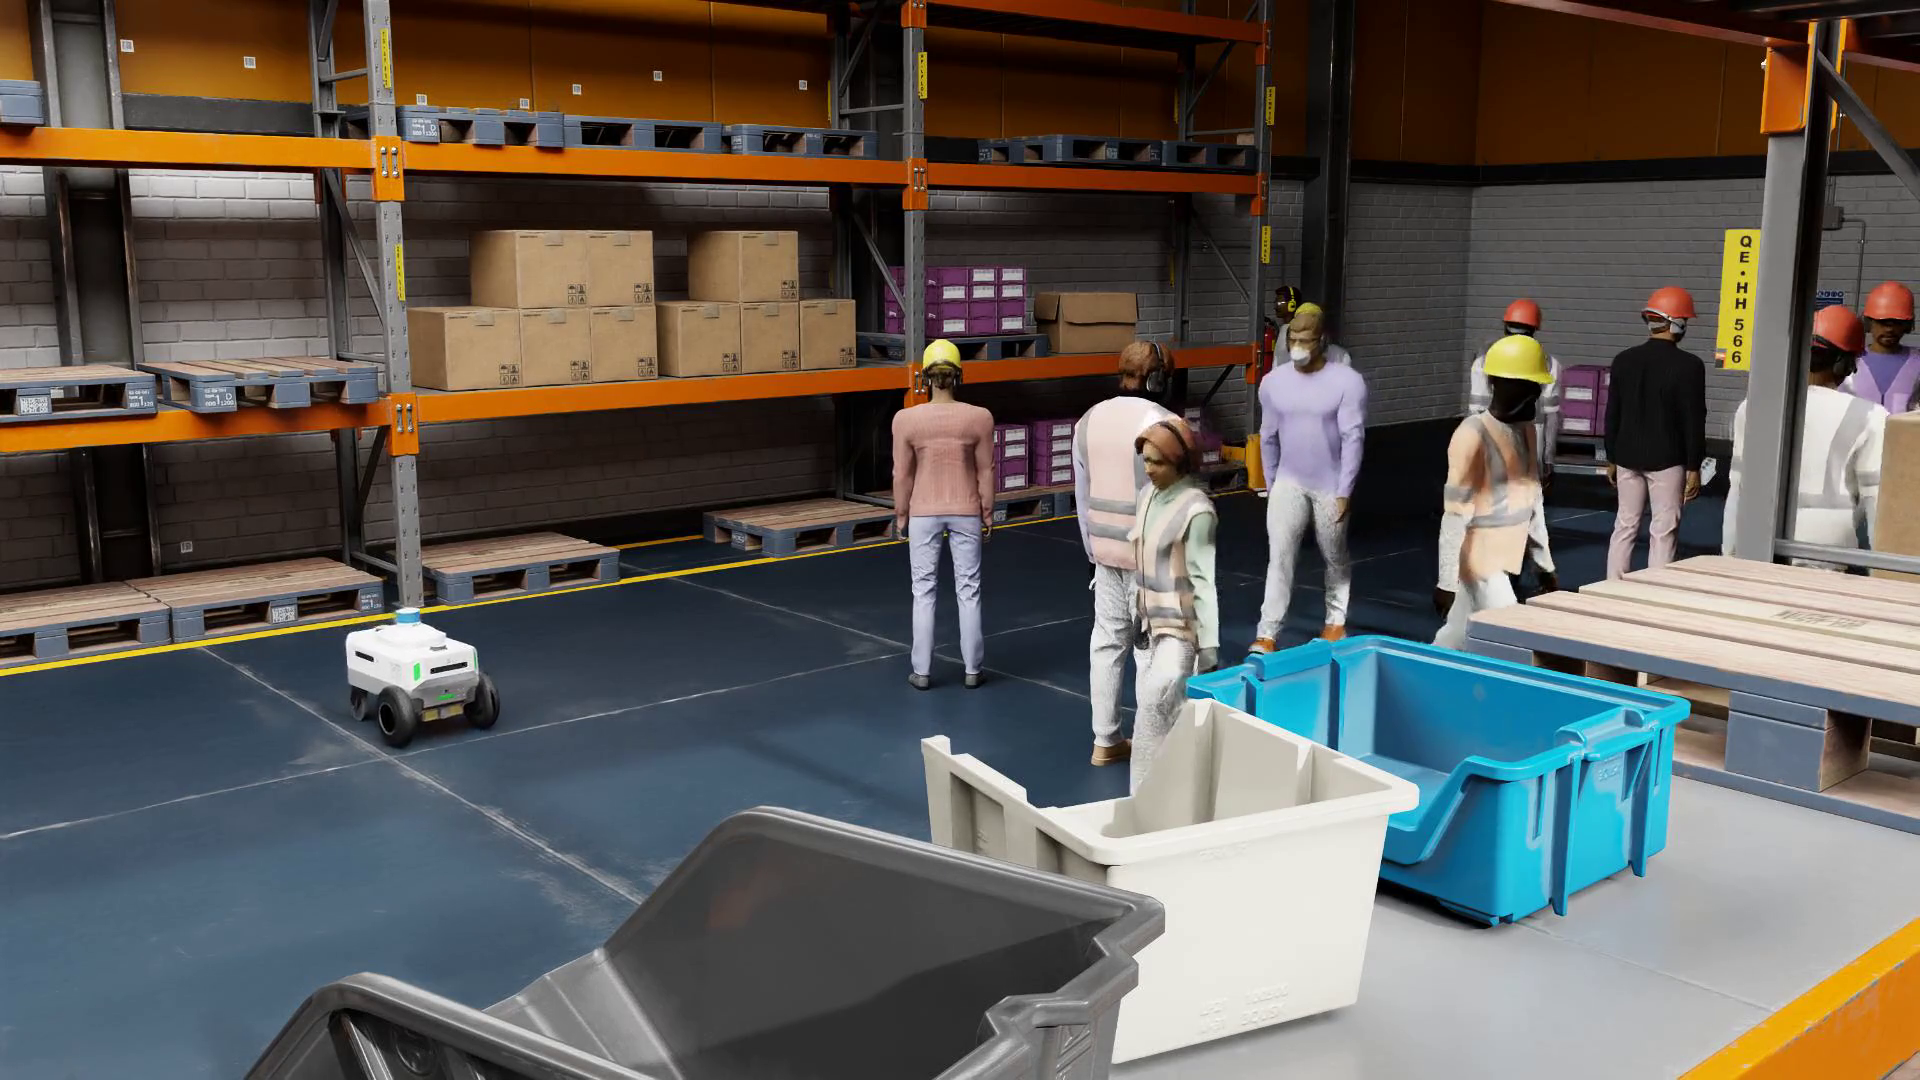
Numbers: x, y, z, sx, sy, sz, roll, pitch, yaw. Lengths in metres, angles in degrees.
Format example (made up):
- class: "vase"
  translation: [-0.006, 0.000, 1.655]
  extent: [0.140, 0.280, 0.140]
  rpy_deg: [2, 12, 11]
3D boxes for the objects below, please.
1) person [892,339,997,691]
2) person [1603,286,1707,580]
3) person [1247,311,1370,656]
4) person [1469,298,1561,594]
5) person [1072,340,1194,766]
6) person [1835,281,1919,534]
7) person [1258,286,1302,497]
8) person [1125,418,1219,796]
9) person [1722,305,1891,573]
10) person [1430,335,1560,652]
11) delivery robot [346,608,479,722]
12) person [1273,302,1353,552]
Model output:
- class: "person"
  translation: [-0.077, -0.119, 8.329]
  extent: [0.526, 1.768, 0.314]
  rpy_deg: [-1, 10, -3]
- class: "person"
  translation: [3.994, -0.451, 9.544]
  extent: [0.396, 1.992, 0.622]
  rpy_deg: [-6, 12, -31]
- class: "person"
  translation: [1.878, -0.285, 8.958]
  extent: [0.629, 1.880, 1.032]
  rpy_deg: [6, 12, 30]
- class: "person"
  translation: [3.445, -0.548, 10.379]
  extent: [0.552, 1.910, 0.821]
  rpy_deg: [3, 11, 18]
- class: "person"
  translation: [0.762, 0.083, 6.999]
  extent: [0.429, 1.838, 0.622]
  rpy_deg: [-9, 13, -40]
- class: "person"
  translation: [4.913, -0.363, 8.941]
  extent: [0.614, 2.036, 0.388]
  rpy_deg: [4, 11, 23]
- class: "person"
  translation: [2.825, -1.260, 14.427]
  extent: [0.328, 1.872, 0.515]
  rpy_deg: [-2, 10, -9]
- class: "person"
  translation: [0.885, 0.332, 6.262]
  extent: [0.750, 1.608, 0.548]
  rpy_deg: [-3, 11, -17]
- class: "person"
  translation: [3.438, 0.042, 6.807]
  extent: [1.040, 1.996, 0.626]
  rpy_deg: [-9, 13, -40]
- class: "person"
  translation: [2.213, 0.075, 6.973]
  extent: [1.005, 1.872, 0.604]
  rpy_deg: [8, 13, 37]
- class: "delivery robot"
  translation: [-2.531, 0.557, 7.669]
  extent: [0.707, 0.478, 0.477]
  rpy_deg: [10, 14, 44]
- class: "person"
  translation: [2.528, -0.812, 12.065]
  extent: [0.611, 1.813, 0.440]
  rpy_deg: [5, 11, 25]
